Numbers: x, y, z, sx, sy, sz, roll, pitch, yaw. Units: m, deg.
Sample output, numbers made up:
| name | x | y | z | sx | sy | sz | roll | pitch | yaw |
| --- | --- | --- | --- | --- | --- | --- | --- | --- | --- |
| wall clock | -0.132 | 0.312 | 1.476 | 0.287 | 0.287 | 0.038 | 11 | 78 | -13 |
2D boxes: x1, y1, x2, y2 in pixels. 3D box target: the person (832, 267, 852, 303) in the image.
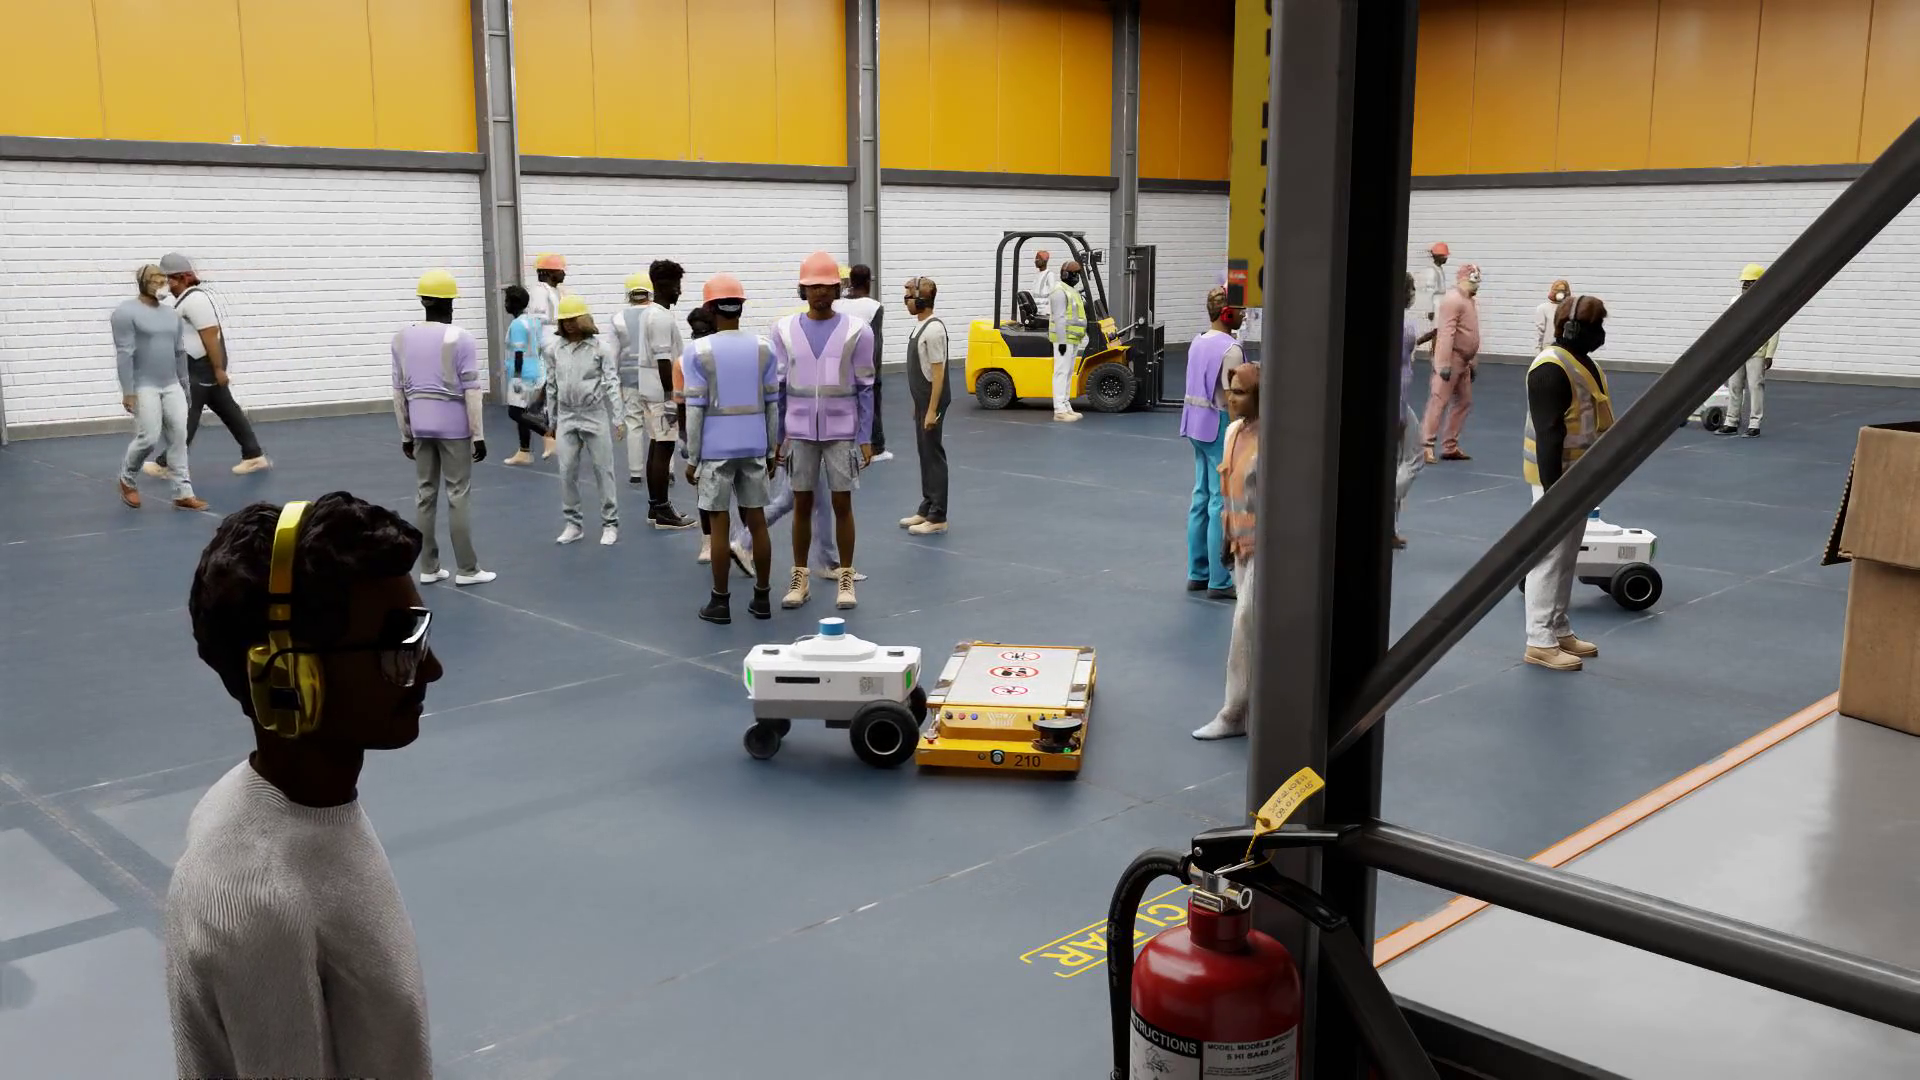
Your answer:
| name | x | y | z | sx | sy | sz | roll | pitch | yaw |
| --- | --- | --- | --- | --- | --- | --- | --- | --- | --- |
| person | -1.579 | -2.765 | 22.116 | 0.926 | 1.717 | 0.531 | -4 | 11 | -19 |

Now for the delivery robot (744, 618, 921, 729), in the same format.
| name | x | y | z | sx | sy | sz | roll | pitch | yaw |
| --- | --- | --- | --- | --- | --- | --- | --- | --- | --- |
| delivery robot | -0.524 | 0.565 | 6.861 | 0.707 | 0.478 | 0.477 | 1 | 10 | 4 |

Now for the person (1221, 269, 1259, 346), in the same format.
| name | x | y | z | sx | sy | sz | roll | pitch | yaw |
| --- | --- | --- | --- | --- | --- | --- | --- | --- | --- |
| person | 4.598 | -3.819 | 27.419 | 0.648 | 1.880 | 0.828 | 6 | 12 | 30 |

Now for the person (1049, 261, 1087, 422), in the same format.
| name | x | y | z | sx | sy | sz | roll | pitch | yaw |
| --- | --- | --- | --- | --- | --- | --- | --- | --- | --- |
| person | 1.249 | -2.293 | 19.210 | 0.430 | 1.839 | 0.619 | 3 | 11 | 17 |

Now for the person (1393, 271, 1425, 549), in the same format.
| name | x | y | z | sx | sy | sz | roll | pitch | yaw |
| --- | --- | --- | --- | --- | --- | --- | --- | --- | --- |
| person | 2.888 | -0.871 | 11.238 | 0.441 | 1.924 | 0.628 | -4 | 11 | -20 |

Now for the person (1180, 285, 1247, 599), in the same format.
| name | x | y | z | sx | sy | sz | roll | pitch | yaw |
| --- | --- | --- | --- | --- | --- | --- | --- | --- | --- |
| person | 1.513 | -0.575 | 9.808 | 0.390 | 1.846 | 0.565 | -3 | 11 | -18 |

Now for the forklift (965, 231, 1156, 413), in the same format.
| name | x | y | z | sx | sy | sz | roll | pitch | yaw |
| --- | --- | --- | --- | --- | --- | --- | --- | --- | --- |
| forklift | 1.222 | -2.721 | 20.561 | 2.313 | 2.155 | 1.214 | 2 | 11 | 13 |

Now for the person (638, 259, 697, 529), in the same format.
| name | x | y | z | sx | sy | sz | roll | pitch | yaw |
| --- | --- | --- | --- | --- | --- | --- | --- | --- | --- |
| person | -2.160 | -1.064 | 12.153 | 0.367 | 1.963 | 0.602 | -4 | 11 | -19 |

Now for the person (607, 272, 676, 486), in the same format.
| name | x | y | z | sx | sy | sz | roll | pitch | yaw |
| --- | --- | --- | --- | --- | --- | --- | --- | --- | --- |
| person | -2.683 | -1.344 | 14.109 | 0.627 | 1.820 | 0.442 | -3 | 11 | -15 |

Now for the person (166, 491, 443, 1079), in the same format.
| name | x | y | z | sx | sy | sz | roll | pitch | yaw |
| --- | --- | --- | --- | --- | --- | --- | --- | --- | --- |
| person | -0.677 | 0.870 | 1.867 | 0.315 | 1.870 | 0.533 | -4 | 11 | -20 |

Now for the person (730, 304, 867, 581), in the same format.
| name | x | y | z | sx | sy | sz | roll | pitch | yaw |
| --- | --- | --- | --- | --- | --- | --- | --- | --- | --- |
| person | -1.023 | -0.589 | 10.210 | 0.828 | 1.734 | 0.563 | 0 | 10 | 0 |

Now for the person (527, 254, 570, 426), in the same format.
| name | x | y | z | sx | sy | sz | roll | pitch | yaw |
| --- | --- | --- | --- | --- | --- | --- | --- | --- | --- |
| person | -4.525 | -2.209 | 18.504 | 0.433 | 1.922 | 0.588 | 2 | 11 | 10 |

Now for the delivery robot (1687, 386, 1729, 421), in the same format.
| name | x | y | z | sx | sy | sz | roll | pitch | yaw |
| --- | --- | --- | --- | --- | --- | --- | --- | --- | --- |
| delivery robot | 8.317 | -1.554 | 18.417 | 0.707 | 0.478 | 0.477 | -6 | 12 | -30 |

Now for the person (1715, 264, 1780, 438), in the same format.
| name | x | y | z | sx | sy | sz | roll | pitch | yaw |
| --- | --- | --- | --- | --- | --- | --- | --- | --- | --- |
| person | 8.318 | -1.991 | 17.570 | 0.404 | 1.830 | 0.600 | -6 | 12 | -30 |

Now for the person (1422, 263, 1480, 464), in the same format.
| name | x | y | z | sx | sy | sz | roll | pitch | yaw |
| --- | --- | --- | --- | --- | --- | --- | --- | --- | --- |
| person | 4.640 | -1.661 | 15.693 | 0.485 | 1.873 | 0.717 | 6 | 12 | 30 |

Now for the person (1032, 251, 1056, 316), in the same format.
| name | x | y | z | sx | sy | sz | roll | pitch | yaw |
| --- | --- | --- | --- | --- | --- | --- | --- | --- | --- |
| person | 1.316 | -3.661 | 26.540 | 0.354 | 1.883 | 0.573 | -4 | 11 | -23 |

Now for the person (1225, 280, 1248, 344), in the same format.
| name | x | y | z | sx | sy | sz | roll | pitch | yaw |
| --- | --- | --- | --- | --- | --- | --- | --- | --- | --- |
| person | 3.532 | -2.720 | 21.400 | 0.338 | 1.883 | 0.583 | 3 | 11 | 14 |

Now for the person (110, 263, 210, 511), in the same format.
| name | x | y | z | sx | sy | sz | roll | pitch | yaw |
| --- | --- | --- | --- | --- | --- | --- | --- | --- | --- |
| person | -6.197 | -1.161 | 12.796 | 0.657 | 1.923 | 0.665 | 4 | 11 | 21 |

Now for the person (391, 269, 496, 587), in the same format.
| name | x | y | z | sx | sy | sz | roll | pitch | yaw |
| --- | --- | --- | --- | --- | --- | --- | --- | --- | --- |
| person | -3.153 | -0.675 | 10.132 | 0.585 | 1.928 | 0.378 | 3 | 11 | 17 |

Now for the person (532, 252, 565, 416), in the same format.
| name | x | y | z | sx | sy | sz | roll | pitch | yaw |
| --- | --- | --- | --- | --- | --- | --- | --- | --- | --- |
| person | -4.872 | -2.446 | 19.785 | 0.360 | 1.929 | 0.587 | -6 | 12 | -29 |

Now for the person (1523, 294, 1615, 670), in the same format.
| name | x | y | z | sx | sy | sz | roll | pitch | yaw |
| --- | --- | --- | --- | --- | --- | --- | --- | --- | --- |
| person | 3.033 | -0.292 | 8.284 | 0.429 | 1.844 | 0.627 | 7 | 13 | 34 |

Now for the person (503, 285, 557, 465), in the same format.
| name | x | y | z | sx | sy | sz | roll | pitch | yaw |
| --- | --- | --- | --- | --- | --- | --- | --- | --- | --- |
| person | -3.986 | -1.509 | 15.341 | 0.471 | 1.680 | 0.543 | -1 | 10 | -8 |

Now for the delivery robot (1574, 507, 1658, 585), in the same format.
| name | x | y | z | sx | sy | sz | roll | pitch | yaw |
| --- | --- | --- | --- | --- | --- | --- | --- | --- | --- |
| delivery robot | 3.649 | 0.050 | 9.672 | 0.707 | 0.478 | 0.477 | 1 | 11 | 8 |

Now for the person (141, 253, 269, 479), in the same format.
| name | x | y | z | sx | sy | sz | roll | pitch | yaw |
| --- | --- | --- | --- | --- | --- | --- | --- | --- | --- |
| person | -6.719 | -1.565 | 14.678 | 1.093 | 2.000 | 0.714 | -5 | 11 | -25 |

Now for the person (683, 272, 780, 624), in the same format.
| name | x | y | z | sx | sy | sz | roll | pitch | yaw |
| --- | --- | --- | --- | --- | --- | --- | --- | --- | --- |
| person | -1.265 | -0.498 | 9.168 | 0.542 | 1.930 | 0.367 | -5 | 12 | -27 |

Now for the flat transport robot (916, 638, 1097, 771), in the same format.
| name | x | y | z | sx | sy | sz | roll | pitch | yaw |
| --- | --- | --- | --- | --- | --- | --- | --- | --- | --- |
| flat transport robot | 0.237 | 0.686 | 7.231 | 0.652 | 0.197 | 1.431 | 1 | 10 | 7 |

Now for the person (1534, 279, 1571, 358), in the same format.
| name | x | y | z | sx | sy | sz | roll | pitch | yaw |
| --- | --- | --- | --- | --- | --- | --- | --- | --- | --- |
| person | 6.836 | -2.170 | 19.088 | 0.504 | 1.631 | 0.279 | -1 | 10 | -5 |

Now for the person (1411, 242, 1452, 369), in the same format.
| name | x | y | z | sx | sy | sz | roll | pitch | yaw |
| --- | --- | --- | --- | --- | --- | --- | --- | --- | --- |
| person | 7.526 | -3.743 | 26.600 | 0.720 | 2.022 | 0.618 | 6 | 12 | 28 |

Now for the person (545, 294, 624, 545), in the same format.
| name | x | y | z | sx | sy | sz | roll | pitch | yaw |
| --- | --- | --- | --- | --- | --- | --- | --- | --- | --- |
| person | -2.574 | -0.818 | 11.442 | 0.557 | 1.730 | 0.374 | 1 | 10 | 7 |

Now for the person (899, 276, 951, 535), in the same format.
| name | x | y | z | sx | sy | sz | roll | pitch | yaw |
| --- | --- | --- | --- | --- | --- | --- | --- | --- | --- |
| person | -0.243 | -0.955 | 11.899 | 0.351 | 1.842 | 0.507 | -2 | 11 | -10 |

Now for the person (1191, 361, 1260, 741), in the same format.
| name | x | y | z | sx | sy | sz | roll | pitch | yaw |
| --- | --- | --- | --- | --- | --- | --- | --- | --- | --- |
| person | 1.335 | 0.042 | 7.109 | 0.763 | 1.610 | 0.527 | -3 | 11 | -17 |

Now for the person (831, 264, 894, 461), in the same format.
| name | x | y | z | sx | sy | sz | roll | pitch | yaw |
| --- | --- | --- | --- | --- | --- | --- | --- | --- | --- |
| person | -0.966 | -1.624 | 15.474 | 0.603 | 1.878 | 0.976 | 6 | 12 | 29 |

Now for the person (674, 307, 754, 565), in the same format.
| name | x | y | z | sx | sy | sz | roll | pitch | yaw |
| --- | --- | --- | --- | --- | --- | --- | --- | --- | --- |
| person | -1.574 | -0.668 | 10.767 | 0.545 | 1.681 | 0.330 | 1 | 10 | 6 |

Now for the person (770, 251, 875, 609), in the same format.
| name | x | y | z | sx | sy | sz | roll | pitch | yaw |
| --- | --- | --- | --- | --- | --- | --- | --- | --- | --- |
| person | -0.792 | -0.614 | 9.491 | 0.609 | 2.042 | 0.381 | 1 | 10 | 4 |
